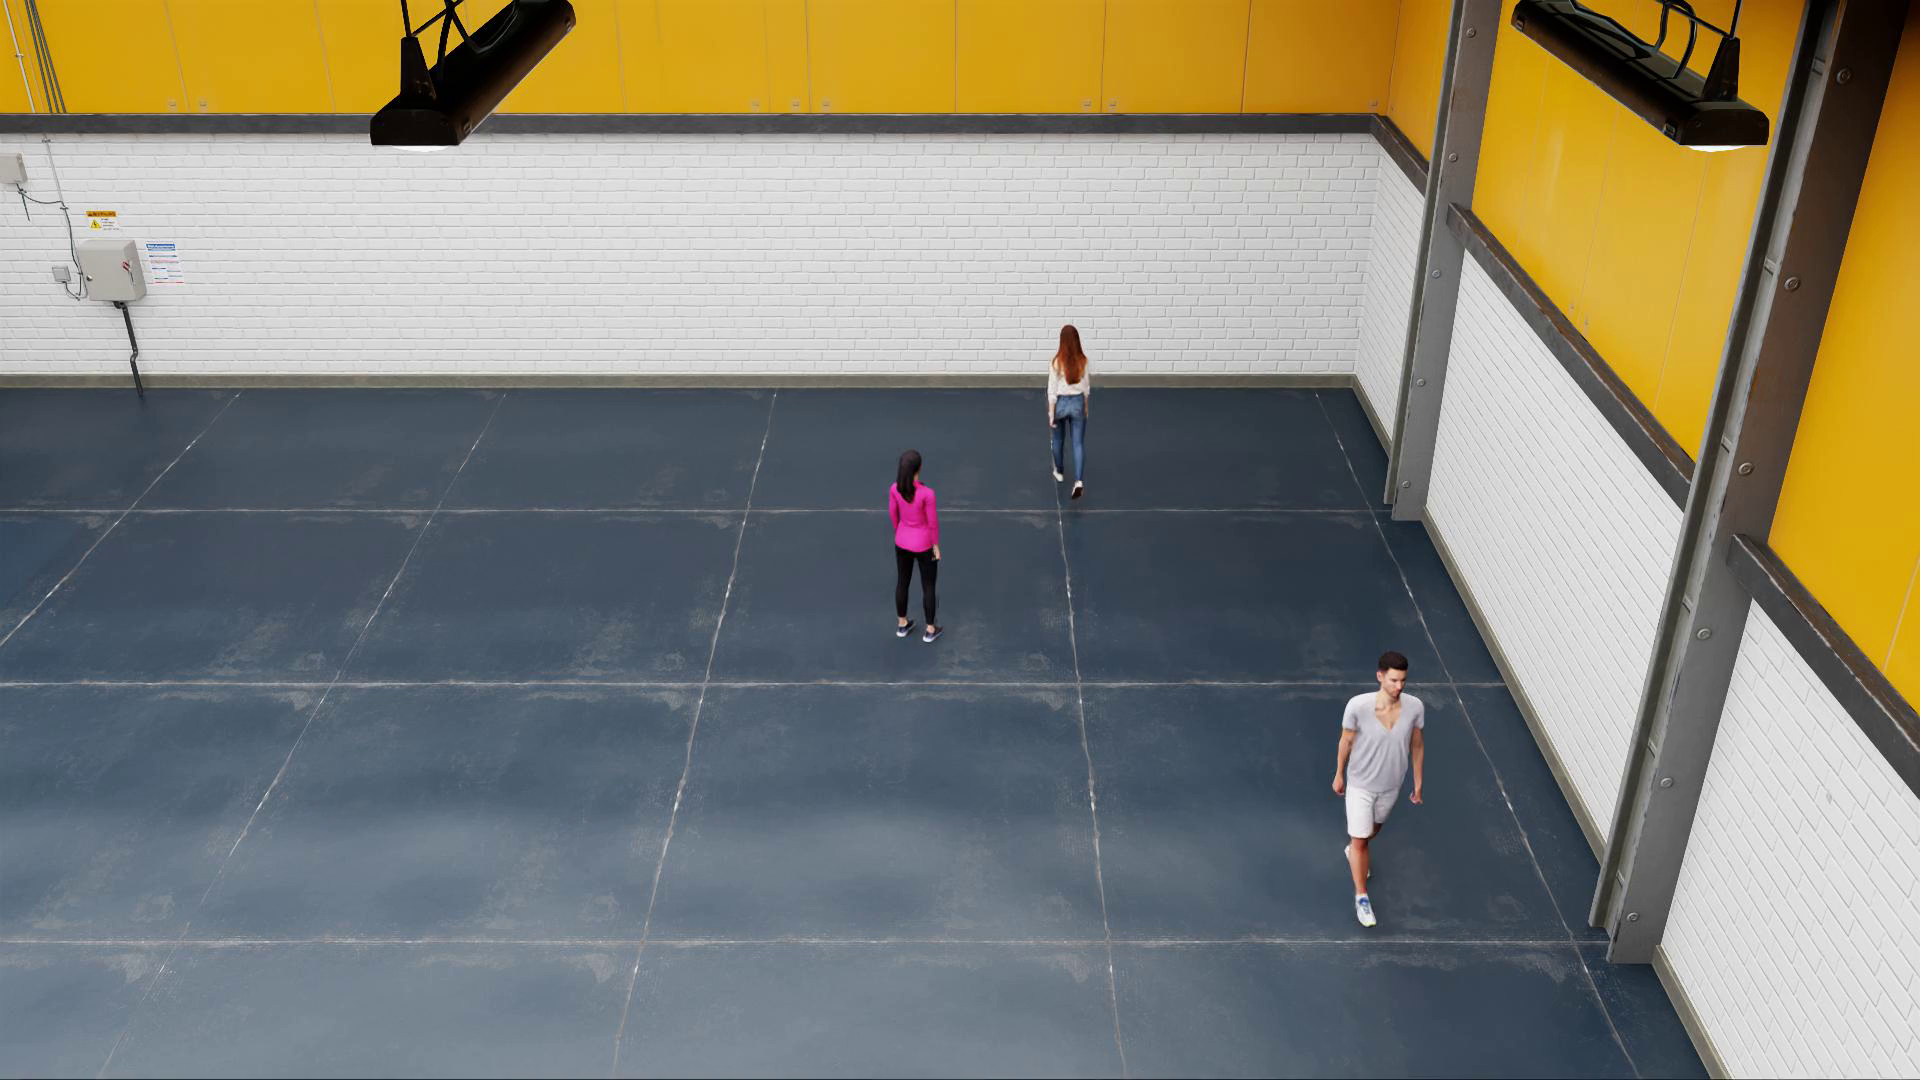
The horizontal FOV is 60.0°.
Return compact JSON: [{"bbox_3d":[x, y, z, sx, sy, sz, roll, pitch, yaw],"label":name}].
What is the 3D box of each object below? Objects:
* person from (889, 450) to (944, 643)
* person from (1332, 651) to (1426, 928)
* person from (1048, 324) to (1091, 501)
[{"bbox_3d":[-0.393,0.049,13.603,0.689,1.697,0.701,13,31,23],"label":"person"},{"bbox_3d":[2.691,1.494,10.821,0.771,1.825,1.063,-3,29,-5],"label":"person"},{"bbox_3d":[1.064,-1.210,15.904,0.639,1.704,1.091,-3,29,-6],"label":"person"}]
